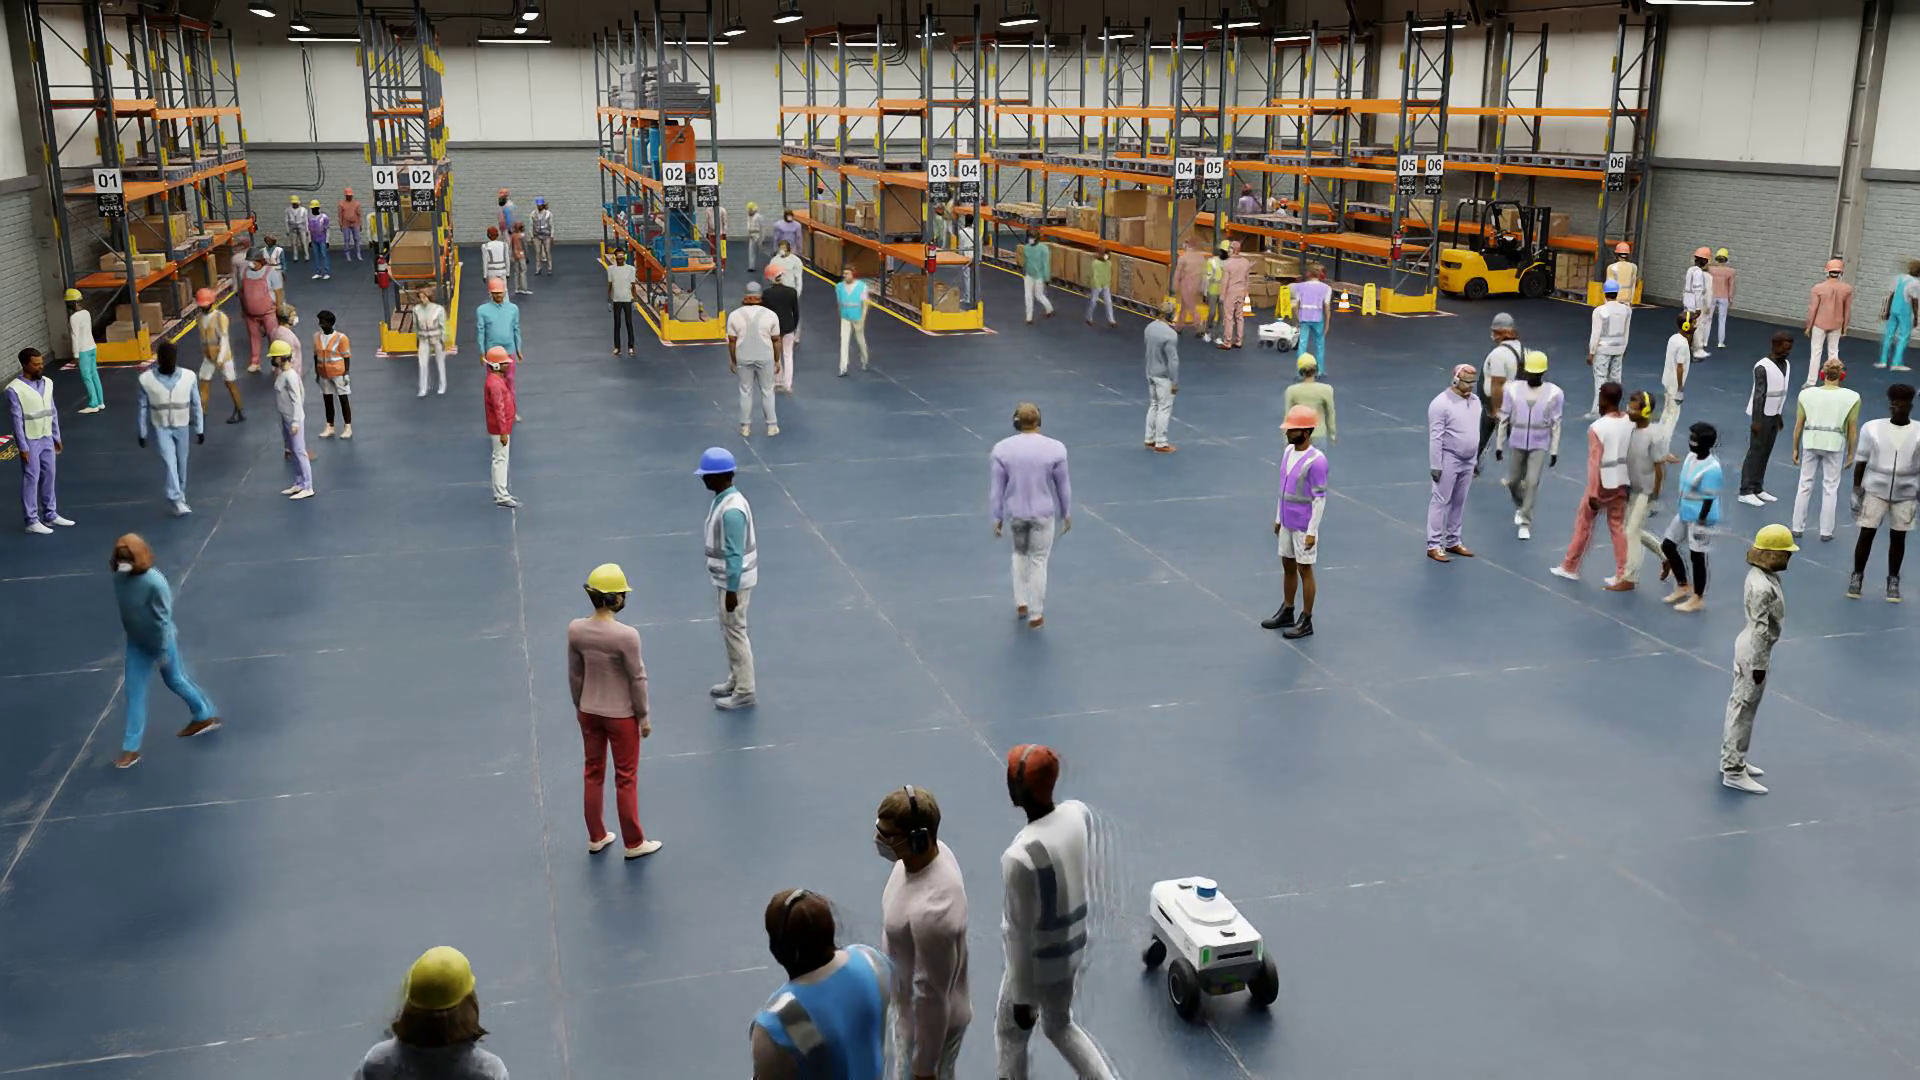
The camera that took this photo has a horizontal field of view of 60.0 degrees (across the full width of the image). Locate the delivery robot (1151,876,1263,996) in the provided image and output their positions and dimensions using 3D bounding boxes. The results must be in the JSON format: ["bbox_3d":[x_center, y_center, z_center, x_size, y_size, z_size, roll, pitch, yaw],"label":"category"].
[{"bbox_3d":[1.226,1.936,8.320,0.477,0.478,0.707,-4,15,-15],"label":"delivery robot"}]

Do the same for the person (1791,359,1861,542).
[{"bbox_3d":[8.663,-0.896,16.706,0.560,1.836,0.394,10,18,33],"label":"person"}]

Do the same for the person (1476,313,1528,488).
[{"bbox_3d":[6.133,-1.635,19.091,0.696,2.000,1.000,-12,19,-39],"label":"person"}]

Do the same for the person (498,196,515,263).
[{"bbox_3d":[-12.283,-8.424,45.114,0.432,1.798,0.791,-6,16,-22],"label":"person"}]

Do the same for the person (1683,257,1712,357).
[{"bbox_3d":[12.794,-4.034,28.770,0.412,1.697,0.657,-11,18,-36],"label":"person"}]

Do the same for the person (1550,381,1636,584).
[{"bbox_3d":[5.894,-0.506,15.205,0.602,1.897,0.767,-6,16,-23],"label":"person"}]

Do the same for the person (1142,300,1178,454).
[{"bbox_3d":[2.522,-2.037,20.834,0.374,1.925,0.643,-7,16,-24],"label":"person"}]

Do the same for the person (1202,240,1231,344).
[{"bbox_3d":[4.705,-4.473,30.044,0.615,1.895,0.524,-3,15,-12],"label":"person"}]

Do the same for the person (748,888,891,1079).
[{"bbox_3d":[-0.469,2.042,5.660,0.488,1.825,0.633,11,18,35],"label":"person"}]

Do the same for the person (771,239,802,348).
[{"bbox_3d":[-3.100,-4.399,29.708,0.626,1.934,0.377,7,16,24],"label":"person"}]

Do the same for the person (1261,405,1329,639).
[{"bbox_3d":[2.768,-0.152,13.704,0.361,1.940,0.543,-6,16,-23],"label":"person"}]

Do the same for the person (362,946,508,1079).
[{"bbox_3d":[-1.704,2.159,5.452,0.490,1.711,0.854,0,15,-1],"label":"person"}]

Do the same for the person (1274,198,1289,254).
[{"bbox_3d":[8.693,-8.347,44.901,0.340,1.746,0.567,-1,15,-4],"label":"person"}]

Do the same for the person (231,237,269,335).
[{"bbox_3d":[-13.159,-4.699,30.930,0.669,1.873,0.696,-6,16,-23],"label":"person"}]

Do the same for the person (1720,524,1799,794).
[{"bbox_3d":[5.144,0.745,10.705,0.294,1.744,0.484,6,16,22],"label":"person"}]

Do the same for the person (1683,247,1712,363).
[{"bbox_3d":[12.420,-3.970,28.092,0.372,1.928,0.543,2,15,6],"label":"person"}]

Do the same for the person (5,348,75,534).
[{"bbox_3d":[-9.475,-1.023,17.052,0.396,1.910,0.587,2,15,9],"label":"person"}]

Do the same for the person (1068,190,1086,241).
[{"bbox_3d":[3.294,-8.911,46.896,0.527,1.852,0.466,2,15,9],"label":"person"}]

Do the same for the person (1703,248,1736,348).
[{"bbox_3d":[13.514,-4.306,29.667,0.525,1.769,0.308,7,16,24],"label":"person"}]

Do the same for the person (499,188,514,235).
[{"bbox_3d":[-12.633,-8.815,46.330,0.548,1.929,0.386,12,19,38],"label":"person"}]

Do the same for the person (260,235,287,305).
[{"bbox_3d":[-14.134,-5.461,34.262,0.523,1.636,0.310,0,15,0],"label":"person"}]

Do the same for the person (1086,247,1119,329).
[{"bbox_3d":[2.745,-4.889,32.221,0.525,1.583,0.891,-9,17,-30],"label":"person"}]

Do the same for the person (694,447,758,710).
[{"bbox_3d":[-1.687,0.272,12.116,0.426,1.937,0.626,-4,15,-15],"label":"person"}]

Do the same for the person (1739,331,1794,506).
[{"bbox_3d":[8.850,-1.346,18.251,0.594,1.910,0.384,-12,19,-38],"label":"person"}]

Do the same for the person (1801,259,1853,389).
[{"bbox_3d":[13.184,-3.260,25.291,0.622,1.994,0.381,1,15,5],"label":"person"}]

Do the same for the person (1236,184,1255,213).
[{"bbox_3d":[8.076,-9.111,47.329,0.629,1.987,1.035,-12,19,-38],"label":"person"}]

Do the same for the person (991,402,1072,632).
[{"bbox_3d":[0.608,-0.212,13.976,0.650,1.907,0.637,4,15,14],"label":"person"}]

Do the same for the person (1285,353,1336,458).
[{"bbox_3d":[3.689,-1.105,17.669,0.550,1.735,0.668,8,17,27],"label":"person"}]

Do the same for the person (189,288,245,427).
[{"bbox_3d":[-10.117,-2.451,22.470,0.546,1.875,0.937,4,15,15],"label":"person"}]

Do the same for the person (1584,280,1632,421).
[{"bbox_3d":[8.928,-2.609,22.940,0.605,1.944,0.402,-5,16,-17],"label":"person"}]

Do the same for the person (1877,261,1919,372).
[{"bbox_3d":[15.396,-3.680,27.251,0.355,1.813,0.681,-4,15,-14],"label":"person"}]

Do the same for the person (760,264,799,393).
[{"bbox_3d":[-2.733,-3.177,25.051,0.652,1.944,0.583,-6,16,-22],"label":"person"}]

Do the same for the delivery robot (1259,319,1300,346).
[{"bbox_3d":[5.657,-3.676,29.438,0.707,0.478,0.477,13,20,41],"label":"delivery robot"}]

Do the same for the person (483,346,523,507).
[{"bbox_3d":[-4.994,-1.236,18.136,0.327,1.752,0.561,-5,16,-19],"label":"person"}]

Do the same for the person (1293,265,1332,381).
[{"bbox_3d":[5.573,-3.427,26.299,0.572,1.804,0.646,8,17,26],"label":"person"}]

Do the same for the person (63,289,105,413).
[{"bbox_3d":[-12.441,-2.680,23.569,0.338,1.757,0.518,-1,15,-3],"label":"person"}]

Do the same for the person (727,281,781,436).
[{"bbox_3d":[-2.699,-2.398,21.959,0.688,2.000,0.536,0,15,-1],"label":"person"}]

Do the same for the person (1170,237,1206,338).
[{"bbox_3d":[4.303,-4.731,31.143,0.654,1.856,1.024,-13,20,-41],"label":"person"}]

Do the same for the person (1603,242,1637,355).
[{"bbox_3d":[11.426,-4.182,28.867,0.542,1.939,0.363,-2,15,-6],"label":"person"}]
